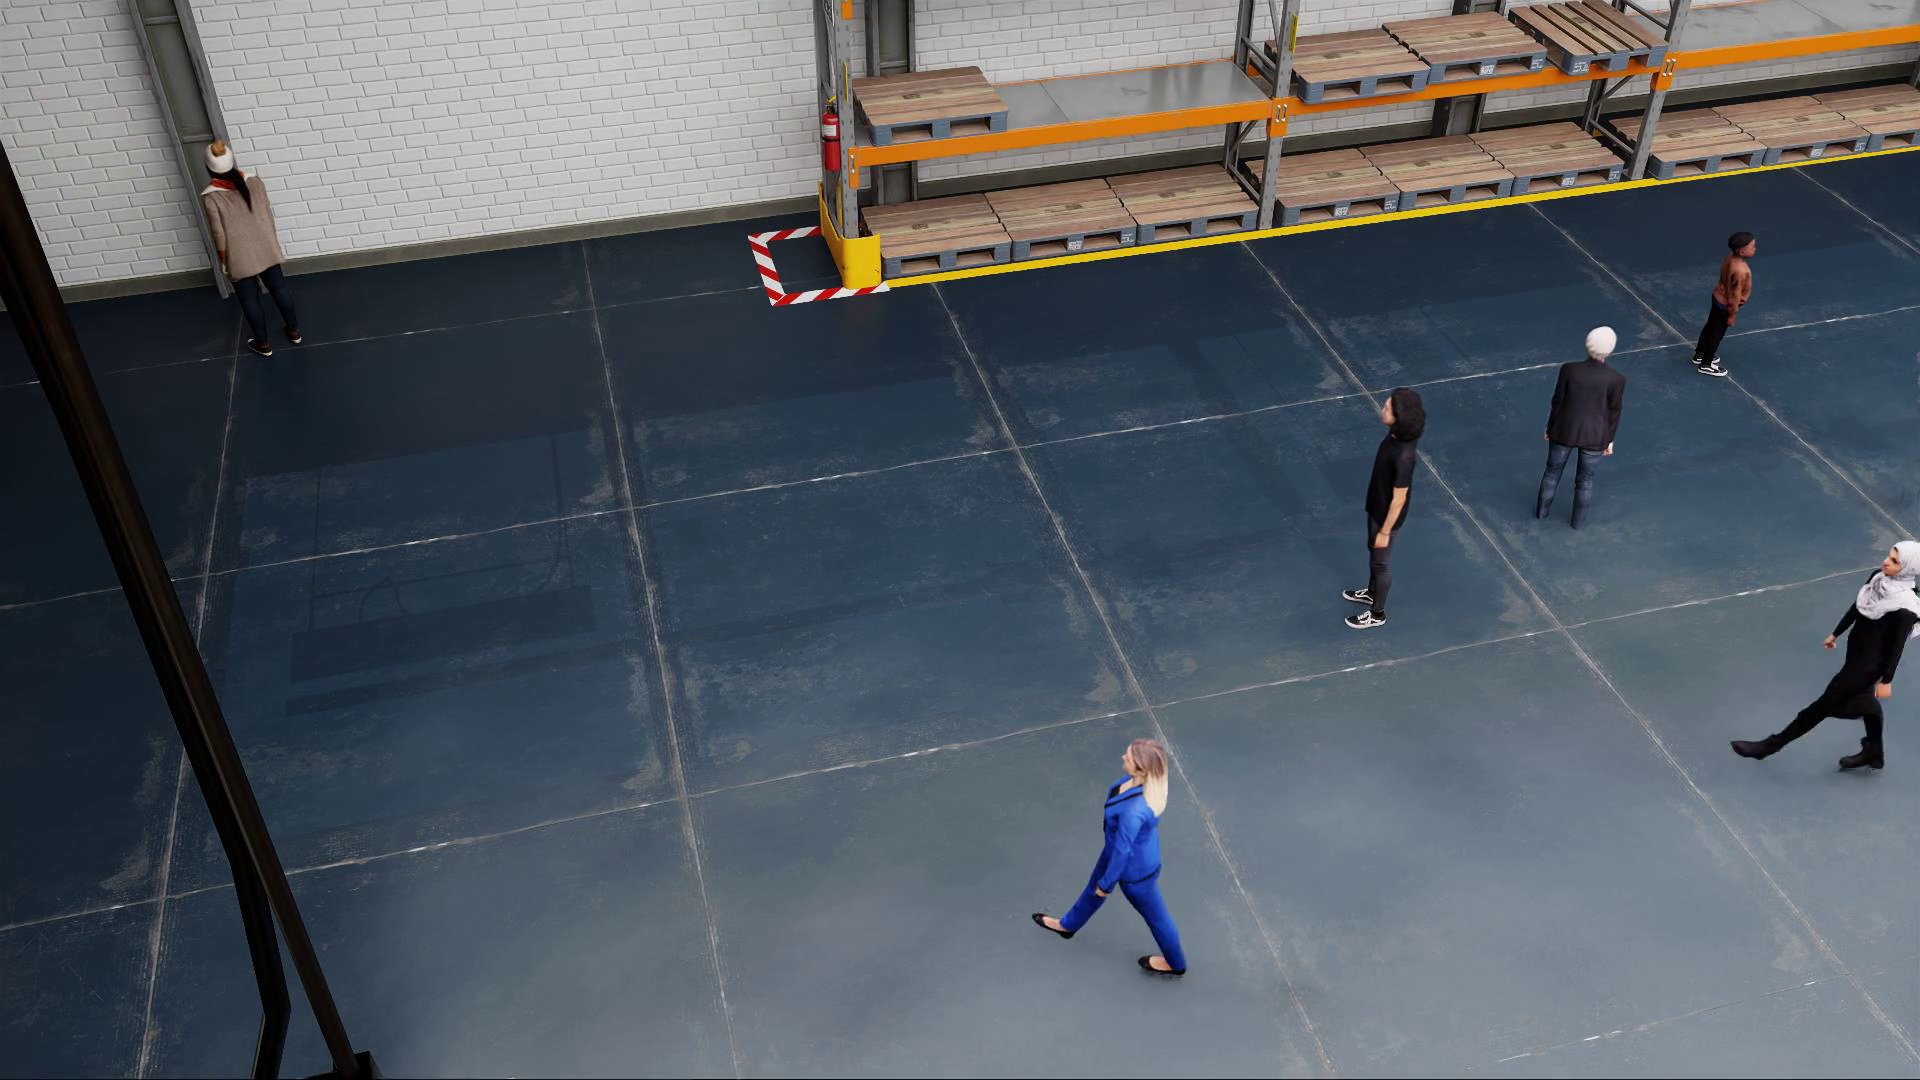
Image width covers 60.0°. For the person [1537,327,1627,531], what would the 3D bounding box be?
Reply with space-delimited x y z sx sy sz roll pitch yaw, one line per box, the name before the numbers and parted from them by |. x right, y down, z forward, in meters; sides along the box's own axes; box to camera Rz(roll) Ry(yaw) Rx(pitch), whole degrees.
person | 4.455 -0.721 11.901 0.821 1.783 0.793 19 42 22

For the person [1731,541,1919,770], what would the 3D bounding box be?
person | 5.404 0.742 9.800 1.248 1.727 0.915 4 39 5

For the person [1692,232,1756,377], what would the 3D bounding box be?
person | 6.228 -1.942 13.540 0.581 1.255 0.583 3 39 4

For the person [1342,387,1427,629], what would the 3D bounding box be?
person | 2.807 -0.215 10.913 0.667 1.835 0.709 6 39 7

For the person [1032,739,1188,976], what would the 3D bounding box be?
person | 0.997 1.705 8.656 1.212 1.651 1.011 9 39 11

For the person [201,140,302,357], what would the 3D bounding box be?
person | -5.834 -2.412 13.615 0.878 1.895 0.783 30 48 32
